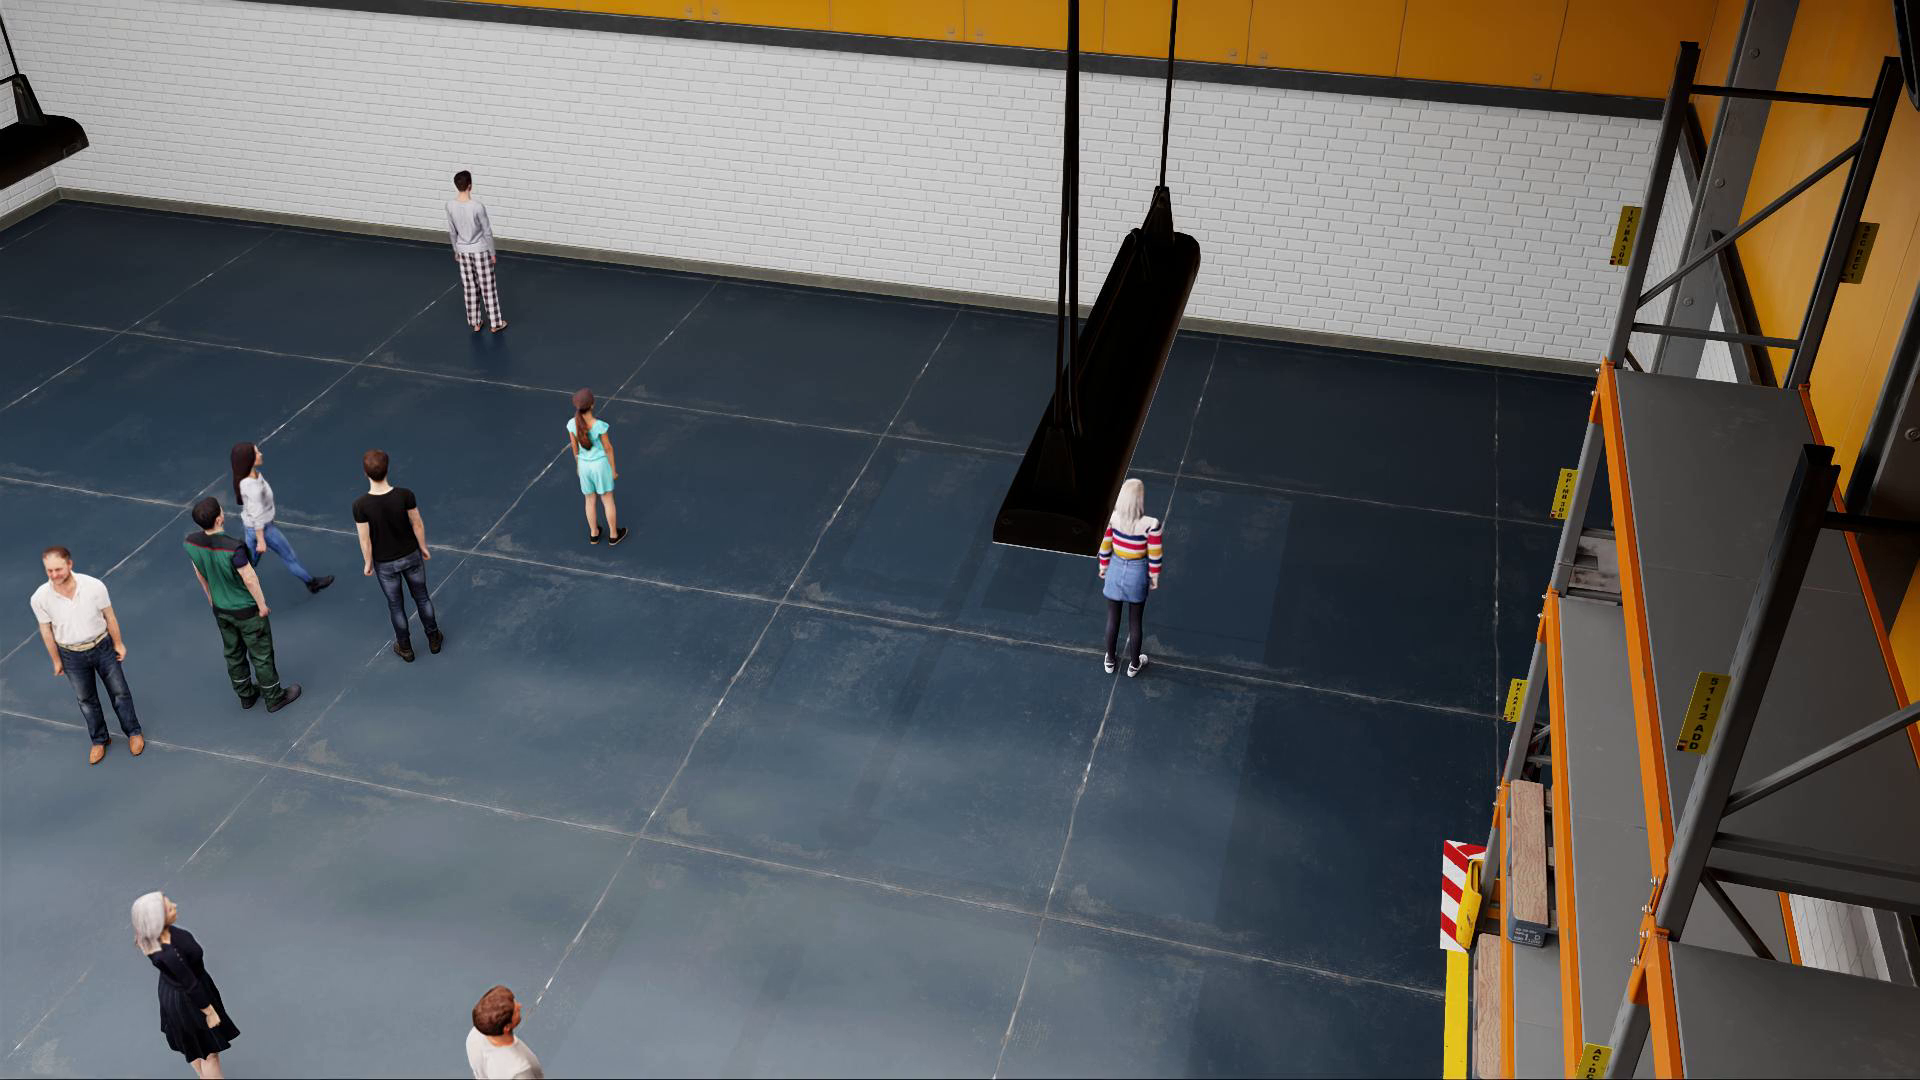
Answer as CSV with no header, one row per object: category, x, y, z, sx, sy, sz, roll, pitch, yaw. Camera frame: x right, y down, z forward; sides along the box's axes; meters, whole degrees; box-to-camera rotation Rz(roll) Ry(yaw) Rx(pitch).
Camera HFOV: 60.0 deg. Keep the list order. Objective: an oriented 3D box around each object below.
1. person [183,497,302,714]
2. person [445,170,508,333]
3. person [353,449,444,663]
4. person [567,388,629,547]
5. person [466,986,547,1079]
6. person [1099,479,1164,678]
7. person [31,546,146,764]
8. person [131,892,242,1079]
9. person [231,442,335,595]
person,-5.563,0.495,12.791,0.659,1.901,0.559,9,35,14
person,-5.368,-3.179,18.367,0.653,1.847,0.570,4,34,7
person,-4.514,0.132,13.341,0.756,1.896,0.808,-16,37,-23
person,-3.257,-0.656,14.832,0.561,1.558,0.564,5,34,8
person,-2.347,3.090,8.882,0.742,1.906,0.733,25,41,33
person,1.327,0.287,13.187,0.665,1.809,0.518,11,35,16
person,-6.481,0.801,12.372,0.751,1.855,0.767,-10,35,-15
person,-4.457,2.683,9.638,0.689,1.747,0.707,27,42,34
person,-5.926,-0.053,13.905,1.141,1.580,1.025,-22,39,-30
